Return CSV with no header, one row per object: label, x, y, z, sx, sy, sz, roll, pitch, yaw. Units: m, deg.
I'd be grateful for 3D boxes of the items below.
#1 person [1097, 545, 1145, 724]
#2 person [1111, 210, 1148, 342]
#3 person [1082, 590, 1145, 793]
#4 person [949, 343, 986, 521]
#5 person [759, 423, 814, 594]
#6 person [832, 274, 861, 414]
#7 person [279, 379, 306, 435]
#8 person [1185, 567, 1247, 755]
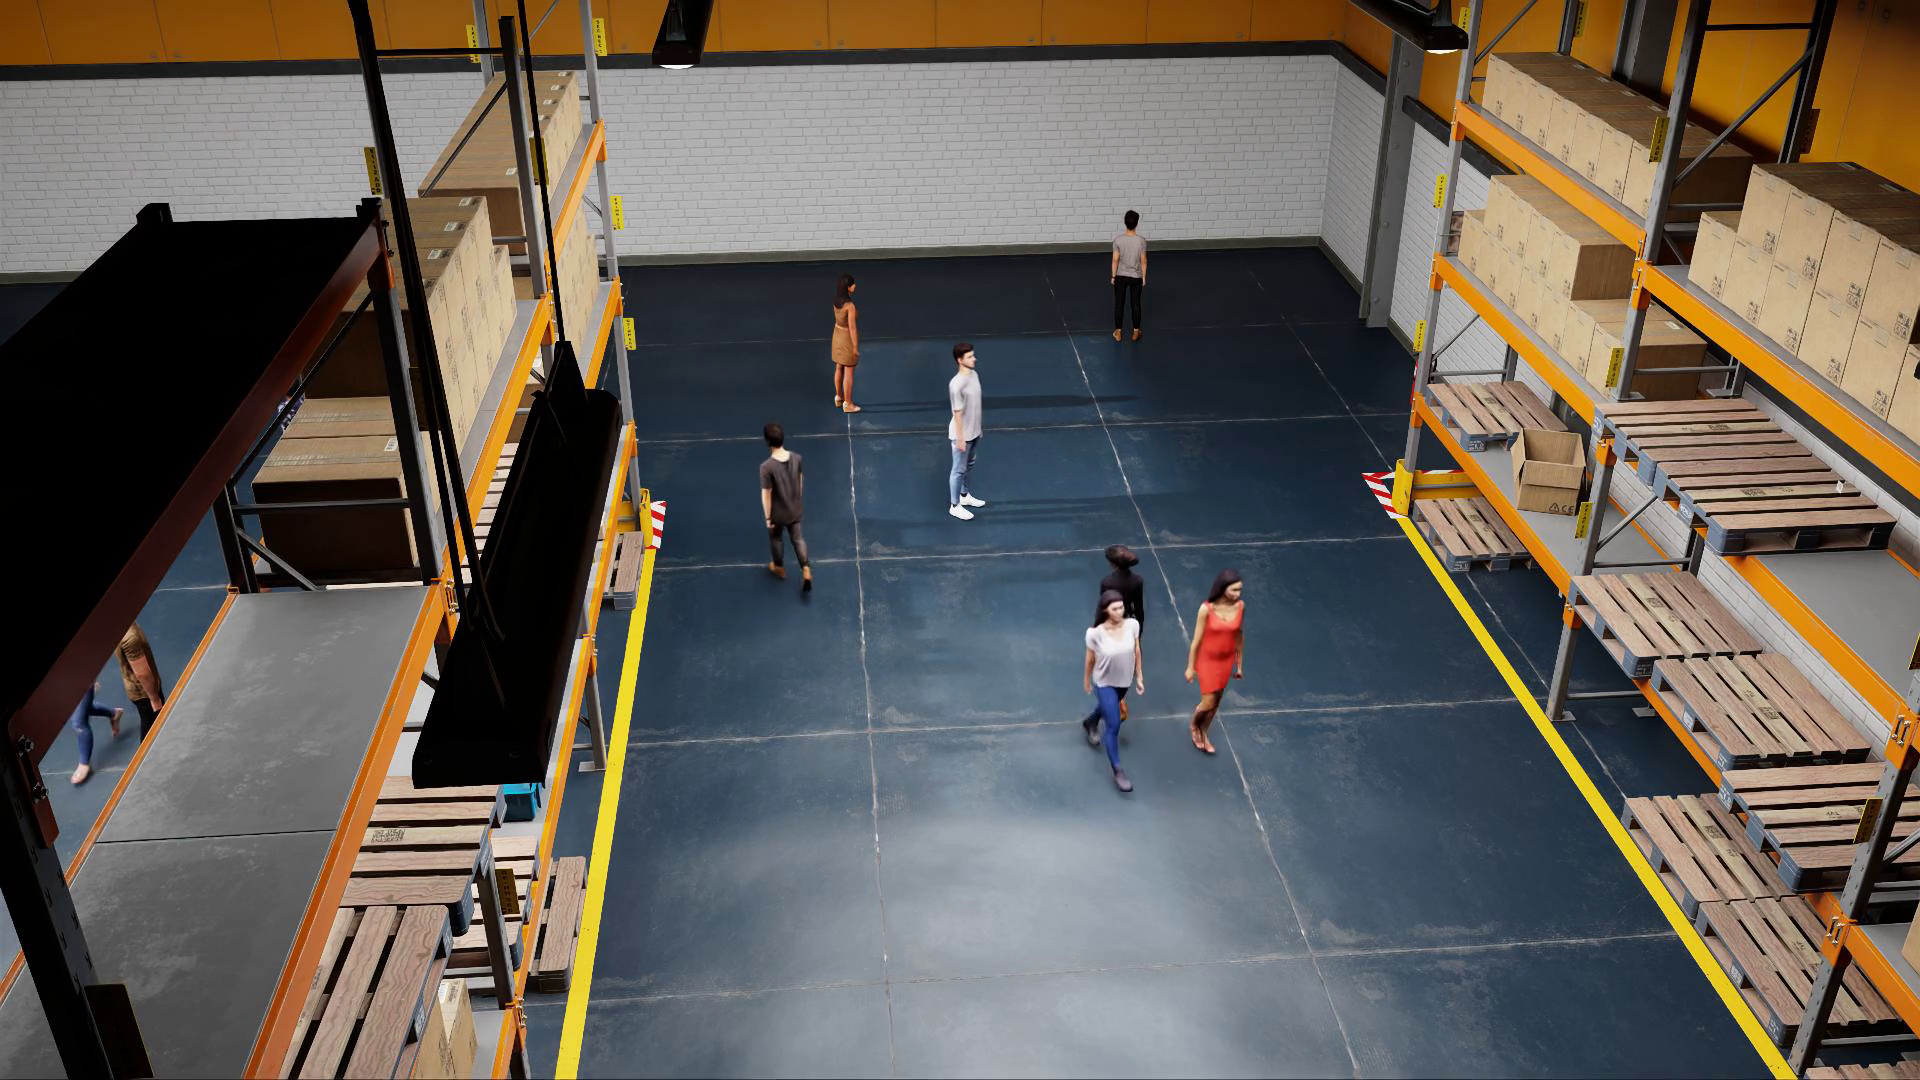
person,1.338,0.821,13.906,0.714,1.622,0.924,-10,30,-18
person,2.187,-3.437,21.608,0.642,1.721,0.576,2,29,4
person,1.183,1.117,13.343,0.893,1.642,1.223,-13,31,-23
person,0.052,-1.156,17.251,0.816,1.890,0.680,11,31,20
person,-1.640,-0.286,15.869,0.881,1.687,1.108,-14,32,-24
person,-1.347,-2.316,19.602,0.689,1.675,0.581,-17,33,-28
person,-7.167,-1.202,18.001,0.646,1.251,0.587,23,36,35
person,2.042,0.954,13.577,0.708,1.704,0.696,-11,31,-20
